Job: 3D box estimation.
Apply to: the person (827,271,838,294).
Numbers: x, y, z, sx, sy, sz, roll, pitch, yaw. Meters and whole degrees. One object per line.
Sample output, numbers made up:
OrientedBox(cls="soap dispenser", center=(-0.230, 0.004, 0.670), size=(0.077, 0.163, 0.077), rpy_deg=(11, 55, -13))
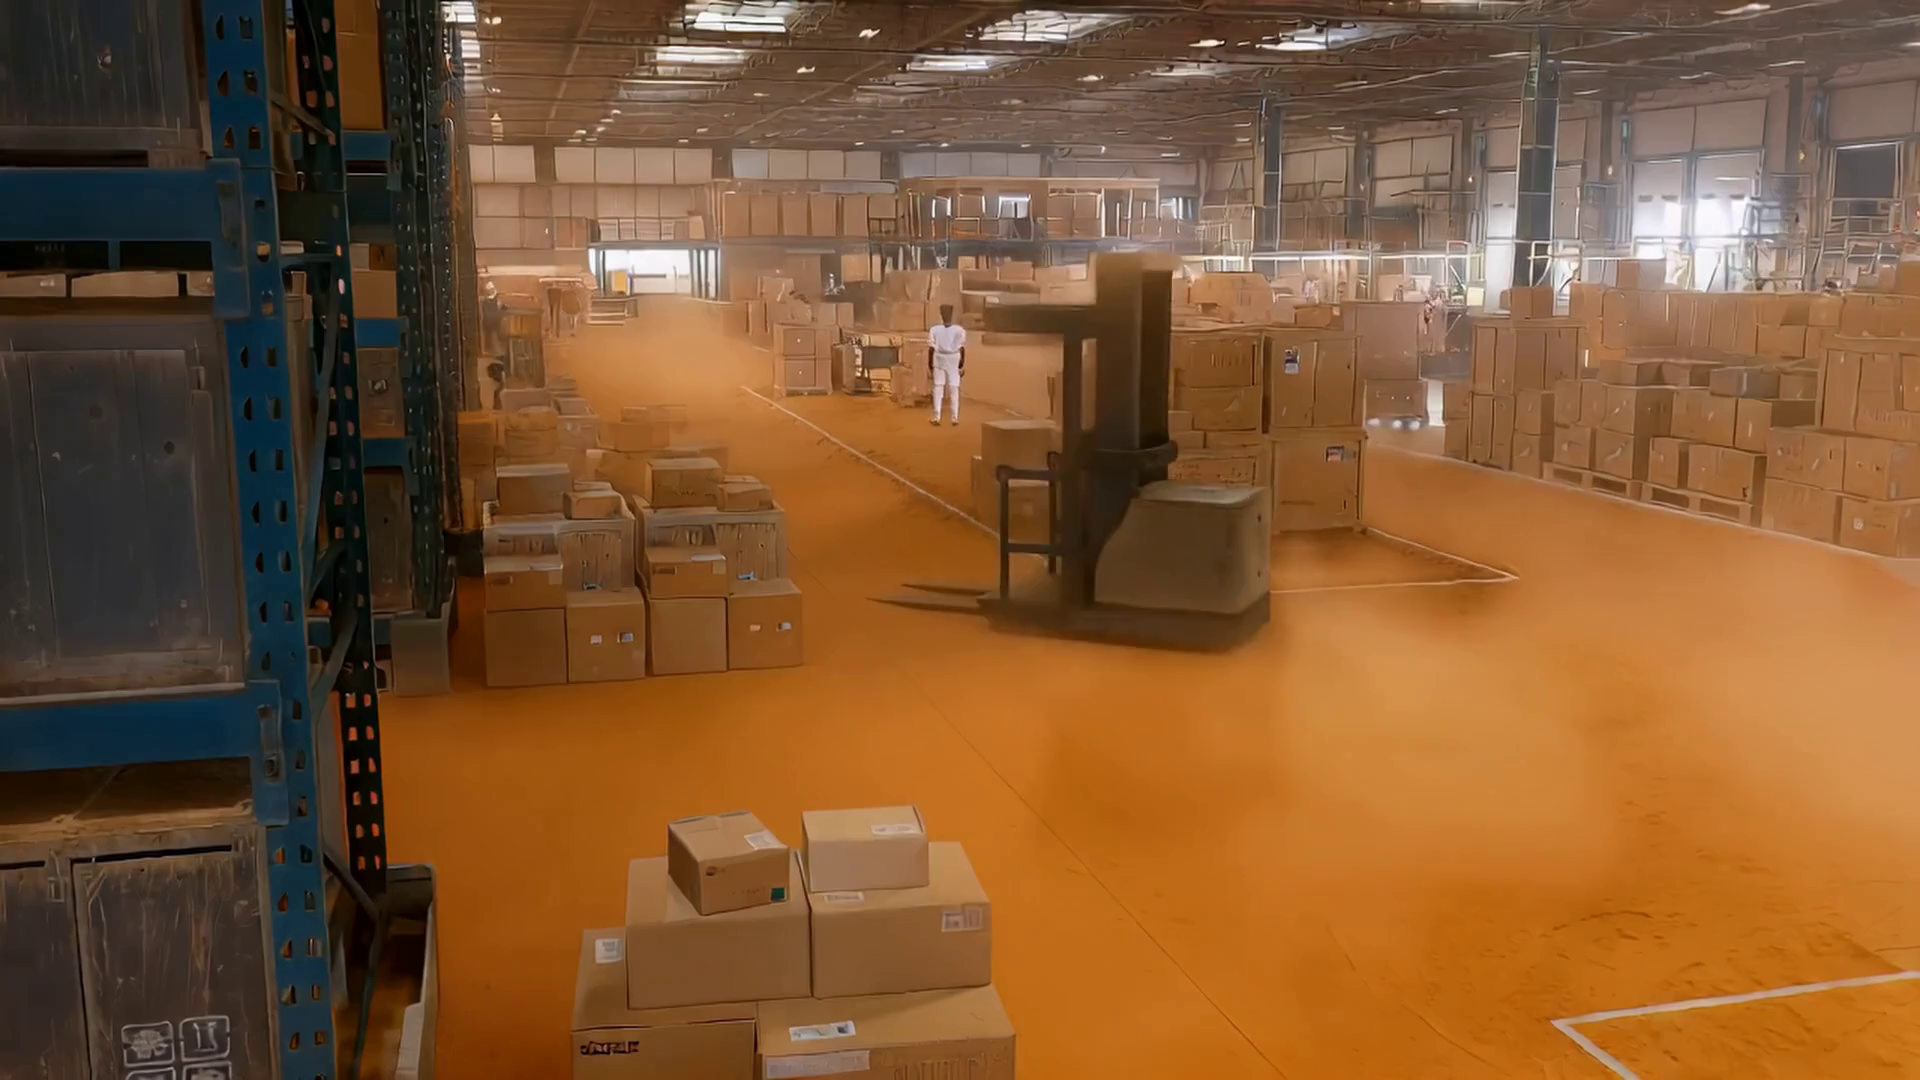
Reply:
OrientedBox(cls="person", center=(-4.403, -8.290, 57.532), size=(0.402, 2.035, 0.601), rpy_deg=(0, 10, 2))

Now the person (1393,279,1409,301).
OrientedBox(cls="person", center=(14.529, -7.626, 54.373), size=(0.866, 1.799, 0.621), rpy_deg=(7, 12, 36))

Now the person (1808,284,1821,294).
OrientedBox(cls="person", center=(22.442, -5.762, 43.646), size=(1.011, 1.891, 0.549), rpy_deg=(9, 13, 40))

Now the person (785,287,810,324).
OrientedBox(cls="person", center=(-3.913, -5.107, 39.896), size=(0.567, 1.878, 0.930), rpy_deg=(-7, 12, -34))

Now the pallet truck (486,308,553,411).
OrientedBox(cls="pallet truck", center=(-6.242, -2.418, 24.362), size=(0.823, 1.965, 1.885), rpy_deg=(1, 10, 3))

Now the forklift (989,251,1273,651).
OrientedBox(cls="forklift", center=(1.299, -0.717, 12.234), size=(1.873, 2.768, 1.129), rpy_deg=(4, 11, 24))

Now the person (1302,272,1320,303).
OrientedBox(cls="person", center=(13.423, -9.280, 63.537), size=(0.634, 1.887, 0.651), rpy_deg=(4, 11, 23))

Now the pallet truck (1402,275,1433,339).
OrientedBox(cls="pallet truck", center=(14.620, -7.324, 52.145), size=(0.823, 1.965, 1.885), rpy_deg=(8, 13, 40))

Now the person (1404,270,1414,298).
OrientedBox(cls="person", center=(18.021, -9.907, 67.027), size=(0.556, 1.904, 0.903), rpy_deg=(5, 11, 25))

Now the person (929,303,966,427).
OrientedBox(cls="person", center=(-0.208, -2.790, 26.559), size=(0.605, 1.966, 0.373), rpy_deg=(2, 10, 12))

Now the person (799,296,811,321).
OrientedBox(cls="person", center=(-3.917, -5.198, 41.053), size=(0.537, 1.668, 0.817), rpy_deg=(7, 12, 36))

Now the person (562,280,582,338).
OrientedBox(cls="person", center=(-12.142, -7.219, 52.055), size=(0.623, 1.813, 0.557), rpy_deg=(0, 10, 2))

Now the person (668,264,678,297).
OrientedBox(cls="person", center=(-16.328, -14.762, 94.591), size=(0.576, 1.882, 0.362), rpy_deg=(-2, 10, -9))

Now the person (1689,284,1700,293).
OrientedBox(cls="person", center=(18.097, -5.340, 41.081), size=(0.635, 1.936, 0.355), rpy_deg=(4, 11, 21))

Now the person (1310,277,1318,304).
OrientedBox(cls="person", center=(12.962, -8.770, 61.054), size=(0.295, 1.743, 0.493), rpy_deg=(0, 10, -2))

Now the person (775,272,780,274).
OrientedBox(cls="person", center=(-7.185, -9.609, 65.479), size=(0.506, 1.862, 0.331), rpy_deg=(10, 14, 43))

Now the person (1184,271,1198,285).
OrientedBox(cls="person", center=(9.285, -9.930, 67.245), size=(0.610, 1.870, 0.978), rpy_deg=(-5, 11, -25))

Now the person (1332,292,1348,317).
OrientedBox(cls="person", center=(7.926, -4.201, 34.685), size=(0.391, 1.920, 0.593), rpy_deg=(-4, 11, -23))

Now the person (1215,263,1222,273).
OrientedBox(cls="person", center=(13.911, -13.783, 88.837), size=(0.647, 1.946, 0.980), rpy_deg=(6, 11, 29))

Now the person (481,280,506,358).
OrientedBox(cls="person", center=(-12.101, -5.767, 43.204), size=(0.698, 2.000, 0.754), rpy_deg=(2, 10, 12))

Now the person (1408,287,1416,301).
OrientedBox(cls="person", center=(13.402, -6.638, 49.158), size=(0.442, 1.685, 0.536), rpy_deg=(-1, 10, -4))

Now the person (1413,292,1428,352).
OrientedBox(cls="person", center=(9.709, -4.255, 35.055), size=(0.963, 1.888, 0.571), rpy_deg=(6, 11, 29))

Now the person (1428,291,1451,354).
OrientedBox(cls="person", center=(11.413, -5.025, 39.694), size=(0.524, 1.809, 0.944), rpy_deg=(6, 12, 31))

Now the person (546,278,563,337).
OrientedBox(cls="person", center=(-12.842, -7.347, 52.656), size=(0.521, 1.865, 0.328), rpy_deg=(-1, 10, -8))
